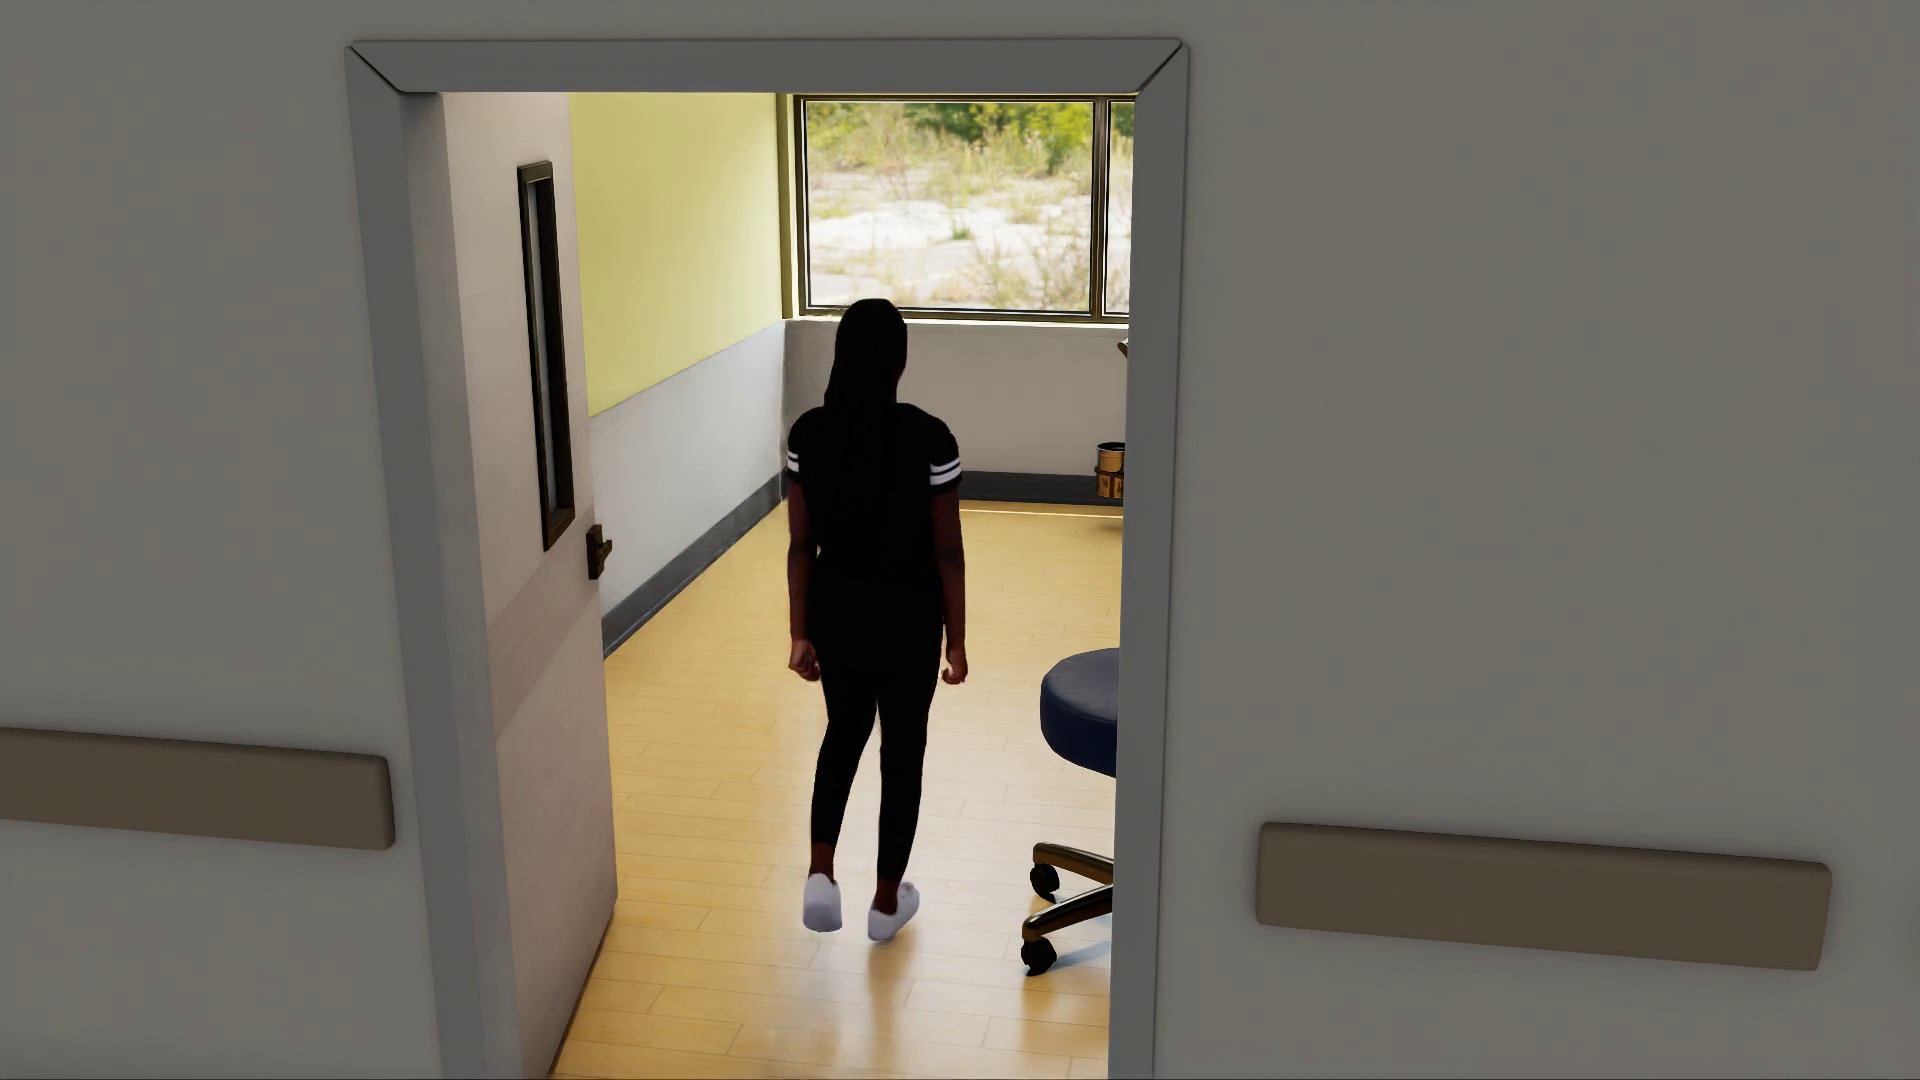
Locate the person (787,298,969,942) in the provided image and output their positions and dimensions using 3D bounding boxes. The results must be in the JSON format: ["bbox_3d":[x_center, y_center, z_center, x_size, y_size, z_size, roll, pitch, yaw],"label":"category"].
[{"bbox_3d":[-0.231,0.266,4.197,0.752,1.718,0.710,4,16,15],"label":"person"}]
